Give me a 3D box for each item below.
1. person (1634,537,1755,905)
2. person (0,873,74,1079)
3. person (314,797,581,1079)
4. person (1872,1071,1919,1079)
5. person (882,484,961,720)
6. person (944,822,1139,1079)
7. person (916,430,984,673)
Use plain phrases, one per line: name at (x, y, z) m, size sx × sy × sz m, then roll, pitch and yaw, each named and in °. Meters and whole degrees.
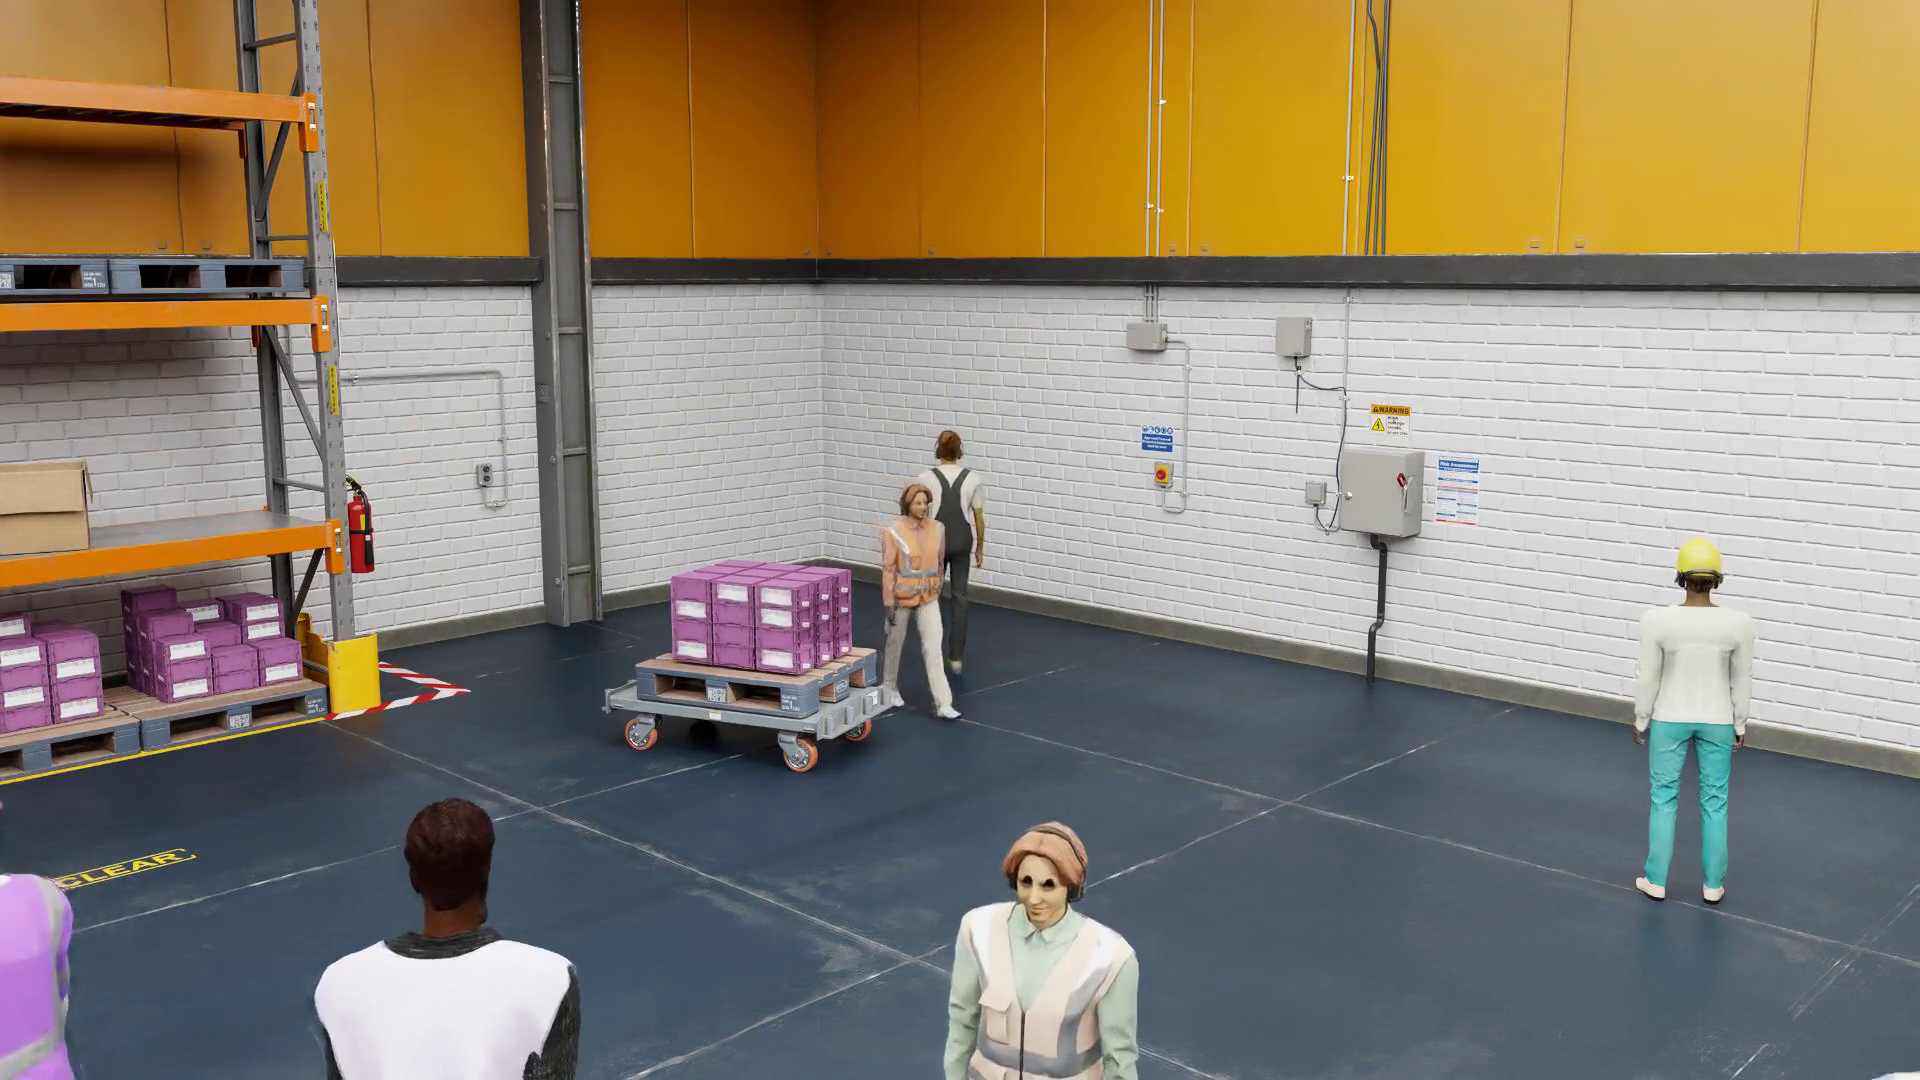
person at (3.491, 0.866, 7.949) m, size 0.522 × 1.772 × 0.303 m, roll 2°, pitch 10°, yaw 13°
person at (-2.356, 1.437, 4.047) m, size 0.881 × 1.890 × 0.584 m, roll 4°, pitch 10°, yaw 21°
person at (-1.132, 1.500, 3.792) m, size 0.600 × 1.854 × 1.032 m, roll 0°, pitch 9°, yaw -1°
person at (1.919, 1.592, 3.126) m, size 0.576 × 1.905 × 0.536 m, roll 1°, pitch 9°, yaw 5°
person at (-0.308, 0.409, 11.278) m, size 0.530 × 1.582 × 0.885 m, roll -5°, pitch 11°, yaw -30°
person at (0.212, 1.520, 4.342) m, size 0.543 × 1.632 × 0.329 m, roll 5°, pitch 10°, yaw 26°
person at (-0.098, 0.060, 12.745) m, size 0.553 × 1.808 × 0.851 m, roll -1°, pitch 9°, yaw -9°
